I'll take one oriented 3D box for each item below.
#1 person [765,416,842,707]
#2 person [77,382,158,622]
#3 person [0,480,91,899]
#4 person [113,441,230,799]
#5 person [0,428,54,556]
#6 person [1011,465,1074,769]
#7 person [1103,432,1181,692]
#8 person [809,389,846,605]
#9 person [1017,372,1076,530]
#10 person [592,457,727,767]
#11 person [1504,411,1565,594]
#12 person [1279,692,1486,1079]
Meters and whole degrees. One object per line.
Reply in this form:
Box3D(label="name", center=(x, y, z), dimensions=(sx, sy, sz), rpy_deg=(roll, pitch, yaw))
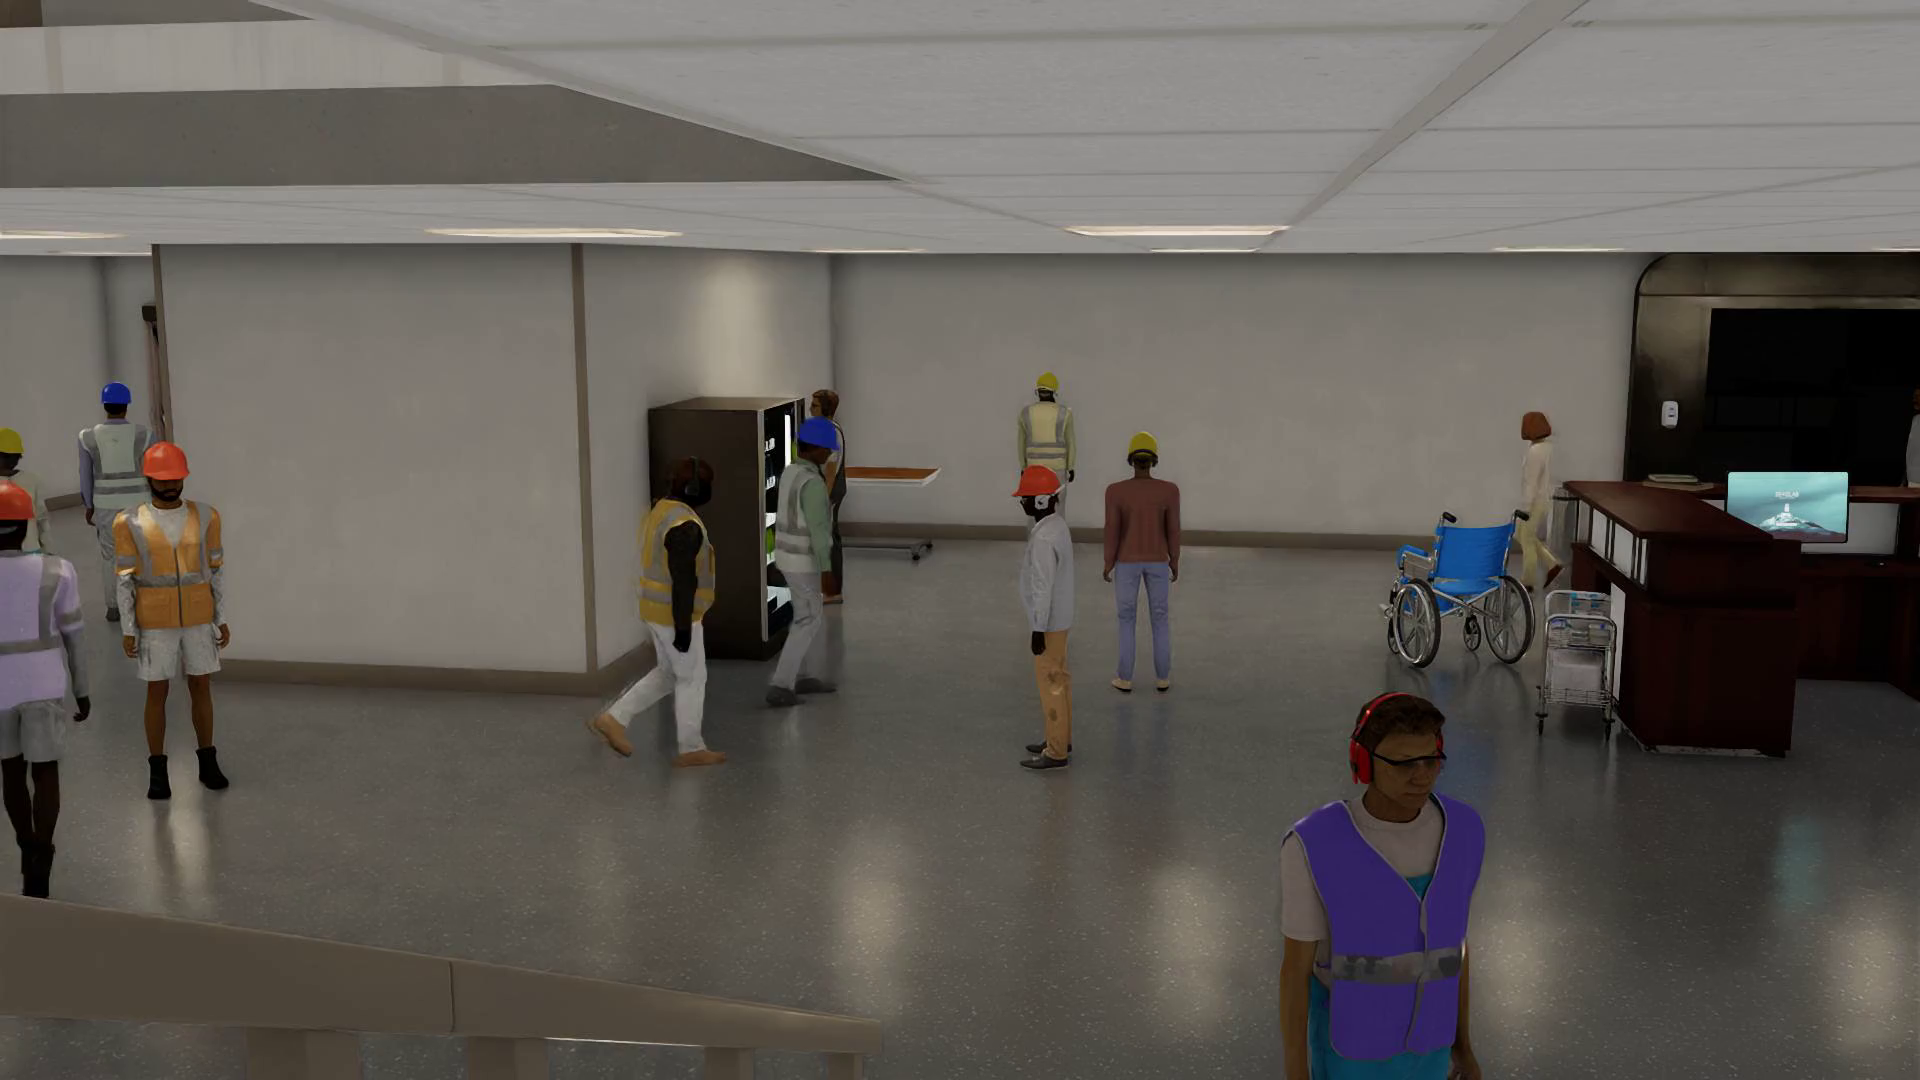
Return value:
Box3D(label="person", center=(-1.035, 0.143, 10.890), dimensions=(0.513, 1.943, 0.639), rpy_deg=(-3, 10, -19))
Box3D(label="person", center=(-6.798, -0.308, 13.525), dimensions=(0.613, 1.947, 0.388), rpy_deg=(-3, 10, -21))
Box3D(label="person", center=(-4.267, 0.689, 7.546), dimensions=(0.556, 1.904, 0.907), rpy_deg=(-4, 10, -24))
Box3D(label="person", center=(-4.254, 0.428, 9.025), dimensions=(0.551, 1.934, 0.362), rpy_deg=(-7, 11, -36))
Box3D(label="person", center=(-6.619, 0.091, 11.649), dimensions=(0.327, 1.762, 0.529), rpy_deg=(5, 11, 30))
Box3D(label="person", center=(0.472, 0.437, 9.573), dimensions=(0.361, 1.742, 0.563), rpy_deg=(2, 9, 9))
Box3D(label="person", center=(1.226, 0.150, 11.271), dimensions=(0.533, 1.766, 0.326), rpy_deg=(-1, 9, -5))
Box3D(label="person", center=(-1.144, -0.370, 14.221), dimensions=(0.345, 1.847, 0.508), rpy_deg=(-1, 9, -4))
Box3D(label="person", center=(0.877, -0.763, 16.686), dimensions=(0.589, 1.833, 0.404), rpy_deg=(2, 9, 13))
Box3D(label="person", center=(-1.709, 0.426, 9.478), dimensions=(0.660, 1.811, 0.637), rpy_deg=(-4, 10, -21))
Box3D(label="person", center=(5.046, -0.317, 14.569), dimensions=(0.411, 1.618, 0.517), rpy_deg=(5, 10, 27))
Box3D(label="person", center=(1.036, 1.267, 4.138), dimensions=(0.575, 1.840, 0.375), rpy_deg=(-4, 10, -23))
